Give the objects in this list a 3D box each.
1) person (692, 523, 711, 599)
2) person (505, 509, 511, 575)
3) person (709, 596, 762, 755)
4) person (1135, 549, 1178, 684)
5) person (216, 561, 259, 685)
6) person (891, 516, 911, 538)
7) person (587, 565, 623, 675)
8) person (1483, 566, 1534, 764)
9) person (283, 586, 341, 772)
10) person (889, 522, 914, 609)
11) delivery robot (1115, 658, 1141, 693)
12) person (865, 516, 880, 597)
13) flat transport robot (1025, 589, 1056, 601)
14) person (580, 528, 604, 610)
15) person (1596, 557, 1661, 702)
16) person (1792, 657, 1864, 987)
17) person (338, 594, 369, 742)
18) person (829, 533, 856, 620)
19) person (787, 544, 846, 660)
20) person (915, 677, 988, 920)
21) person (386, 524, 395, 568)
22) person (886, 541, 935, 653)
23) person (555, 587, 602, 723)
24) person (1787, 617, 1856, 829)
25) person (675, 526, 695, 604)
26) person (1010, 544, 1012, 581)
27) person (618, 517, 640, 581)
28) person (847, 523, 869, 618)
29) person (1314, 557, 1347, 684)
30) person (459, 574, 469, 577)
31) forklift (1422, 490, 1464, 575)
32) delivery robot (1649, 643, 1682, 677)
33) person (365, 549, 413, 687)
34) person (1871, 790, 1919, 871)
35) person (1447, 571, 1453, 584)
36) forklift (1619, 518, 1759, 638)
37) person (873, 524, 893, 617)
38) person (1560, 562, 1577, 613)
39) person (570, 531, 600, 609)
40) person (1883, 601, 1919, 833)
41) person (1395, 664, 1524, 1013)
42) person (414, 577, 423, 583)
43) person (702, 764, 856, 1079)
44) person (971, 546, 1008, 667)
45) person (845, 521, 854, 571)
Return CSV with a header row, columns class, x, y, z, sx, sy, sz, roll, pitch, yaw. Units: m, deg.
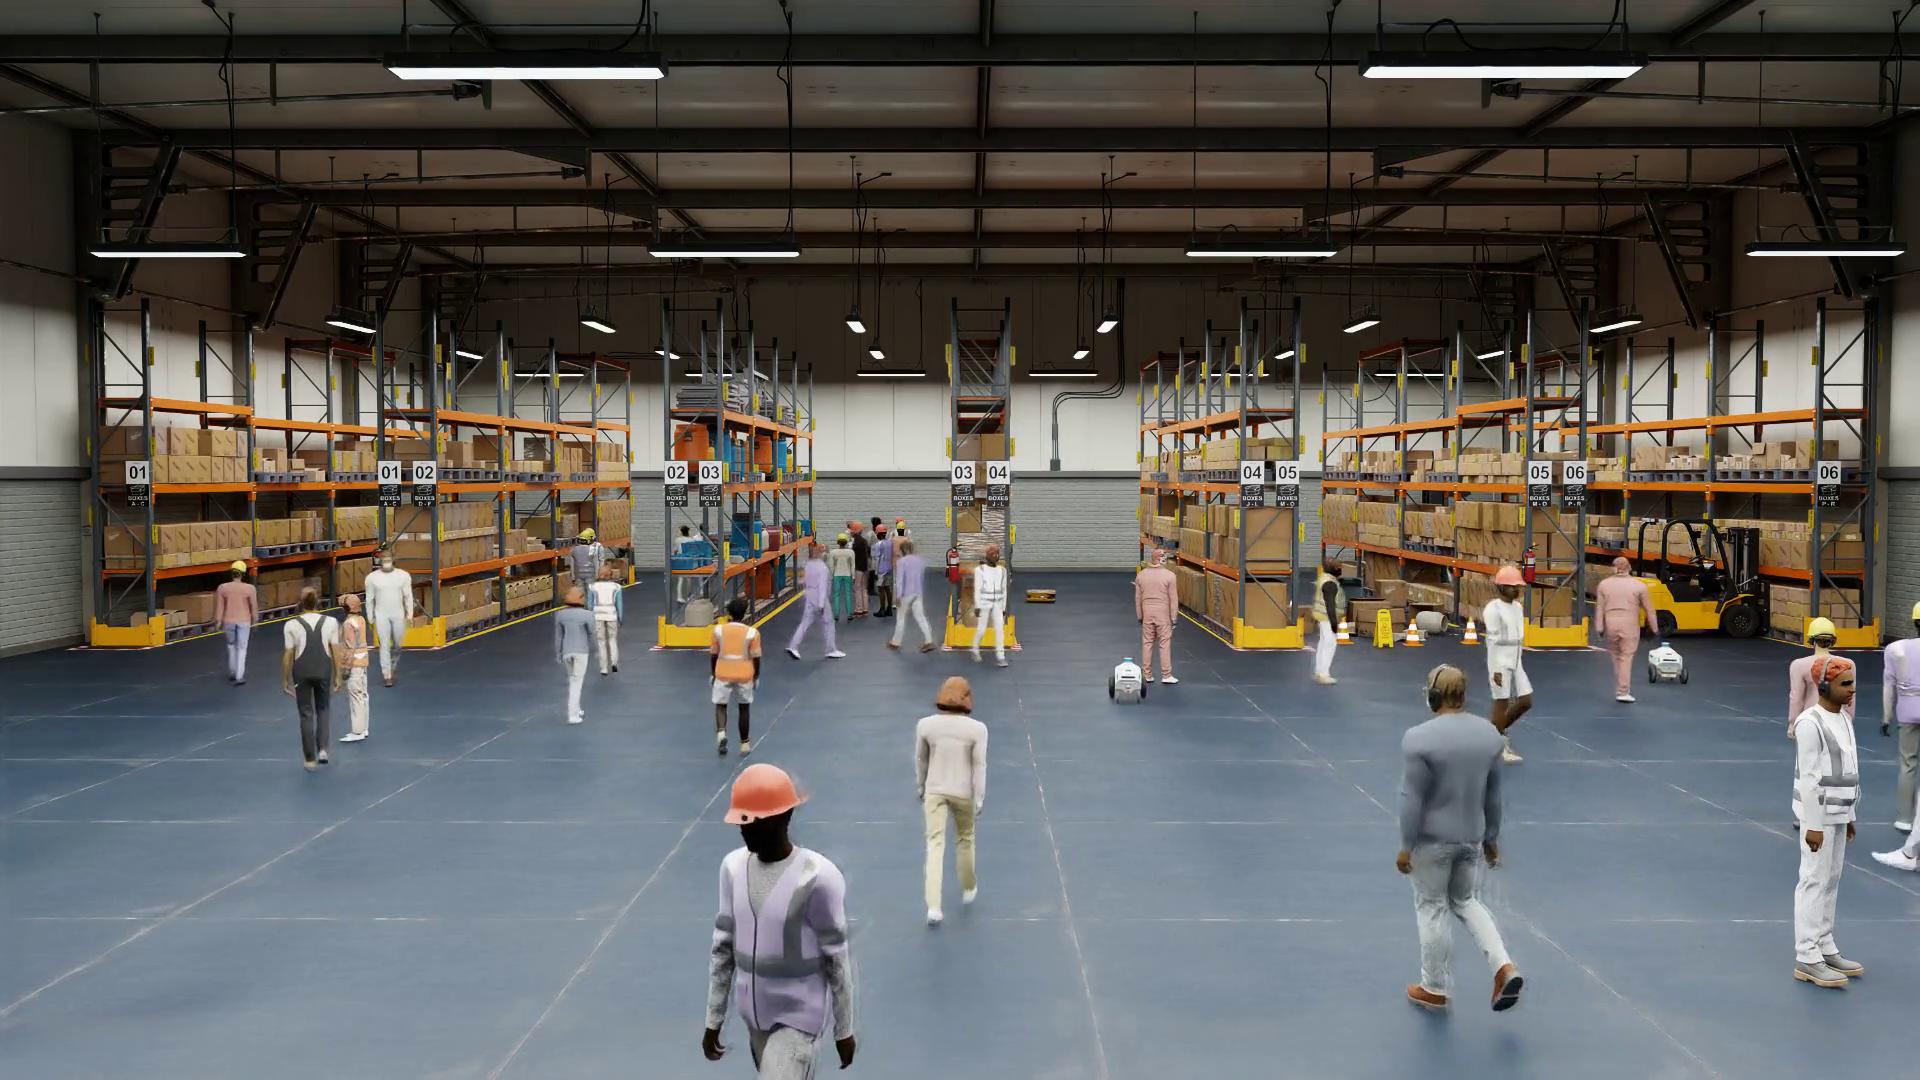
class,x,y,z,sx,sy,sz,roll,pitch,yaw
person,-6.117,0.508,38.426,0.646,1.810,0.822,0,2,1
person,-12.851,0.130,45.690,0.381,1.994,0.614,0,2,0
person,-2.344,1.426,16.859,0.567,1.682,0.593,0,2,-1
person,2.810,1.082,22.902,0.643,1.902,0.400,2,3,34
person,-10.209,1.162,22.882,0.543,1.738,0.711,0,2,-10
person,-1.494,0.339,41.397,0.569,1.915,0.423,0,2,9
person,-5.266,1.180,23.920,0.511,1.622,0.397,-1,2,-20
person,5.605,1.273,16.507,0.617,2.027,0.422,-2,3,-35
person,-6.512,1.381,16.187,0.539,1.832,0.483,-1,3,-33
person,-1.310,0.559,35.706,0.595,1.925,0.374,0,2,0
delivery robot,2.204,1.787,21.194,0.477,0.478,0.707,0,2,5
person,-2.081,0.400,39.253,0.361,1.965,0.613,1,2,23
flat transport robot,1.894,1.301,38.114,0.652,0.197,1.431,0,2,0
person,-7.853,0.661,34.302,0.591,1.834,0.404,1,2,14
person,8.772,1.165,21.171,0.698,1.857,0.930,2,3,44
person,5.081,1.624,9.451,0.575,1.884,0.355,-2,3,-44
person,-6.714,1.411,17.888,0.315,1.636,0.515,0,2,-6
person,-2.398,0.750,32.934,0.533,1.766,0.317,0,2,-3
person,-2.339,0.990,25.947,1.002,1.863,0.640,-2,3,-37
person,-0.065,1.716,10.838,0.505,1.585,0.852,0,2,7
person,-12.515,0.540,36.066,0.544,1.939,0.354,0,2,-2
person,-0.812,0.946,26.930,0.696,1.865,1.045,-2,3,-42
person,-4.548,1.366,19.366,0.505,1.609,0.714,1,2,17
person,7.132,1.526,13.373,0.523,1.769,0.321,0,2,7
person,-6.396,0.571,37.312,0.525,1.789,1.051,0,2,6
person,1.185,0.239,44.731,0.611,1.853,0.992,-1,3,-28
person,-9.413,0.171,45.407,0.639,1.941,1.037,-2,3,-45
person,-2.119,0.627,33.686,0.384,1.970,0.744,0,2,10
person,5.265,1.129,23.002,0.460,1.803,0.766,0,2,9
person,-11.062,0.644,35.379,0.621,1.774,0.891,-1,2,-19
forklift,13.926,-0.371,47.846,1.873,2.768,1.129,0,2,0
delivery robot,10.086,1.712,23.085,0.477,0.478,0.707,1,2,14
person,-8.079,1.078,22.836,0.636,1.921,0.794,-1,3,-26
person,7.228,1.549,11.976,0.896,1.832,0.550,1,3,26
person,12.186,0.406,40.733,0.514,1.839,0.668,0,2,-9
forklift,13.417,0.684,29.791,2.313,2.155,1.214,0,2,0
person,-1.628,0.638,33.797,0.383,1.929,0.540,2,3,35
person,13.100,0.716,34.669,0.504,1.691,0.919,0,2,-11
person,-7.559,0.730,32.595,0.590,1.833,0.404,0,2,3
person,7.933,1.450,13.292,0.594,1.924,0.379,1,3,28
person,2.700,1.635,8.768,0.634,1.918,0.636,-1,2,-24
person,-11.681,0.578,34.268,0.639,2.000,0.983,0,2,8
person,-0.689,1.764,6.073,0.553,1.879,1.012,2,3,35
person,0.465,1.018,25.055,0.601,1.858,0.828,-1,2,-23
person,-3.174,0.259,46.833,0.310,1.642,0.514,1,3,30
